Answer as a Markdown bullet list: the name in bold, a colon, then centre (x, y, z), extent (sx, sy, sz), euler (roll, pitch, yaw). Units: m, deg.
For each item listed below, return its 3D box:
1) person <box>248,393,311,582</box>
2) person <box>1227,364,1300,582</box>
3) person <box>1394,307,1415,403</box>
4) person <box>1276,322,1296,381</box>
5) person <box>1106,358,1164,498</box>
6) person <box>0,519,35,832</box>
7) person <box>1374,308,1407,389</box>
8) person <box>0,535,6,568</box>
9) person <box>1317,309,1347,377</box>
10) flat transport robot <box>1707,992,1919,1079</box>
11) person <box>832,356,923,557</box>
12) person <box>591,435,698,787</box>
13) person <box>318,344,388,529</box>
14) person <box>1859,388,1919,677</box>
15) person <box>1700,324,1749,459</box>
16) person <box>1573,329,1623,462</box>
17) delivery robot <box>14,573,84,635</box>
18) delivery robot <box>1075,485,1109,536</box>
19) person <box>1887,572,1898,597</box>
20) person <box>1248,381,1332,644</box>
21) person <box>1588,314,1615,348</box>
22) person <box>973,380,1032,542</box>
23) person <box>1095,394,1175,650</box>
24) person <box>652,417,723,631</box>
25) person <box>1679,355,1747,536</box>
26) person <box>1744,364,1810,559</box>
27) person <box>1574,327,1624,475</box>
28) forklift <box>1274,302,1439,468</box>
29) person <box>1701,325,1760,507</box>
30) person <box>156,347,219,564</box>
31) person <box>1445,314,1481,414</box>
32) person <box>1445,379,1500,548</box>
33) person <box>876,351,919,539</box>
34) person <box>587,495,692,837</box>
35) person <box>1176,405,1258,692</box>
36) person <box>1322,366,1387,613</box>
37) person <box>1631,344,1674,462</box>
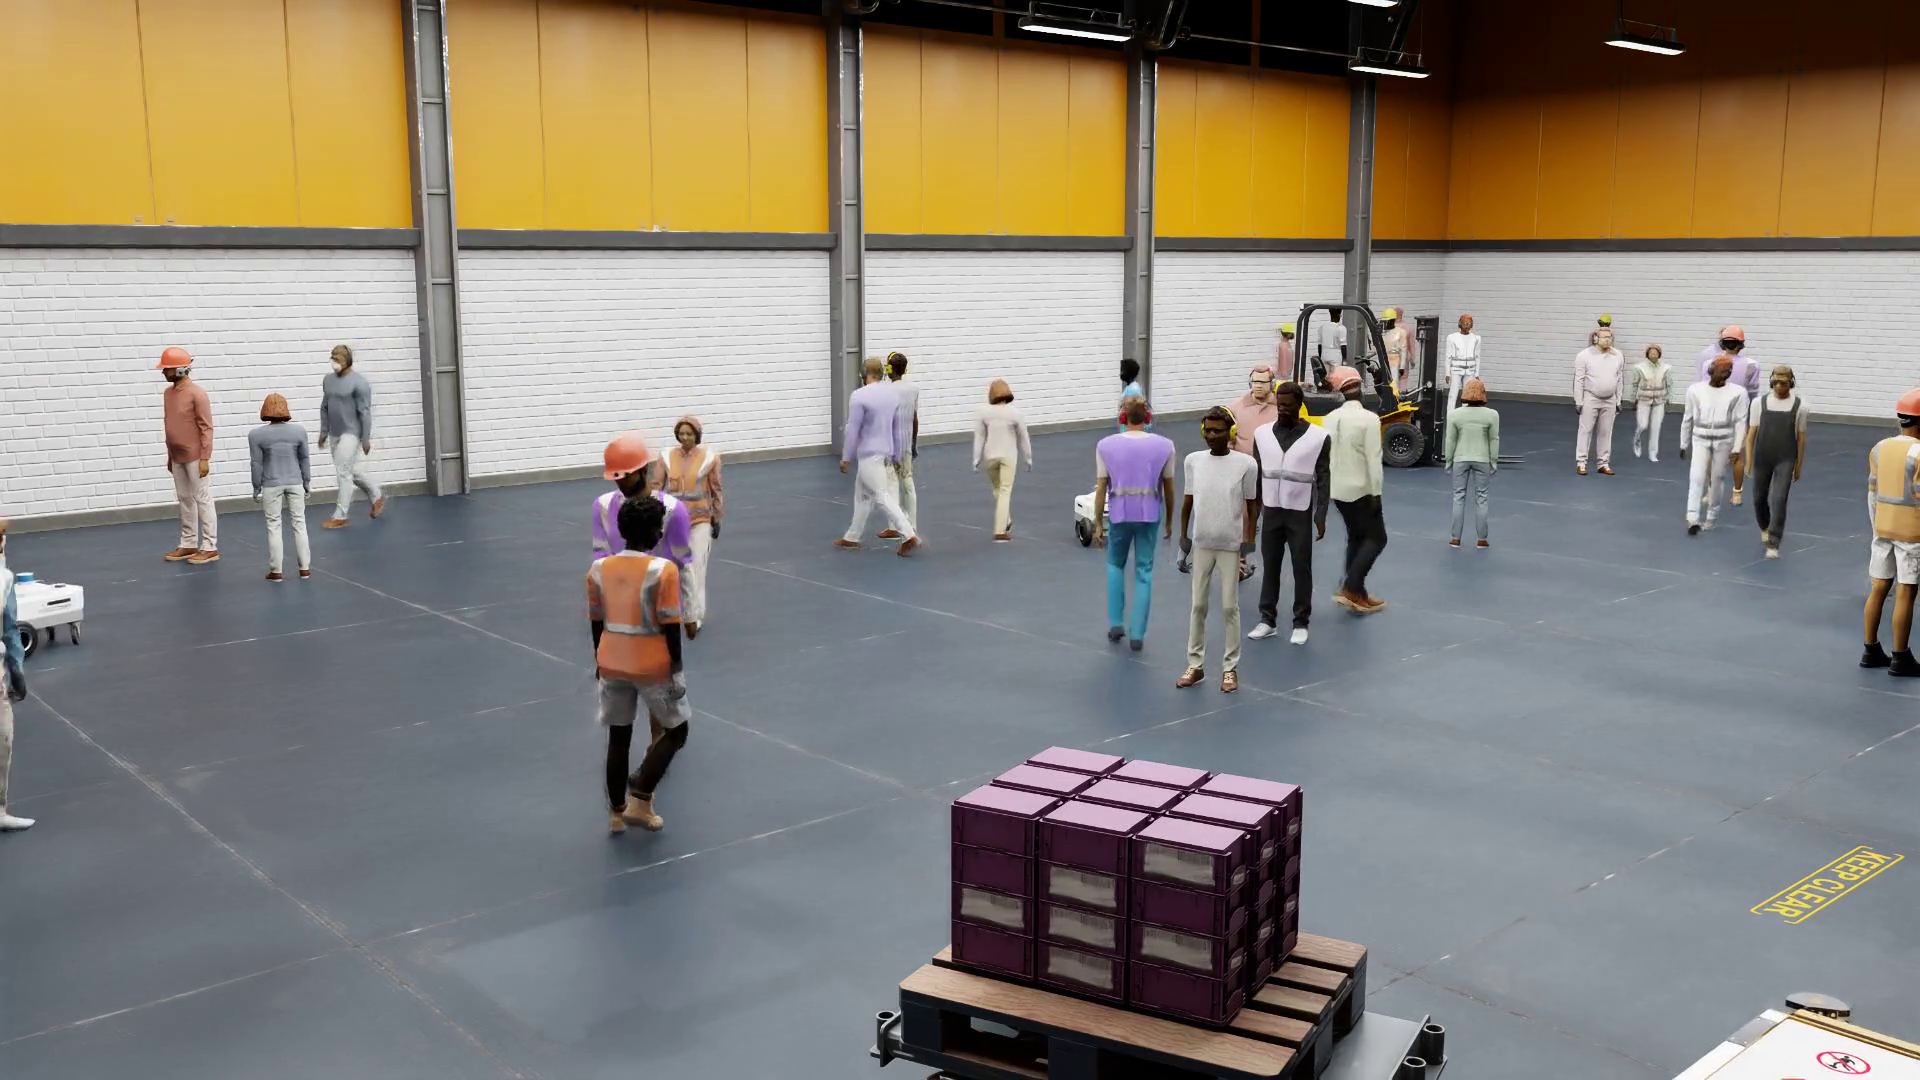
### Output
- **person**: centre (-5.889, -0.455, 14.439), extent (0.499, 1.633, 0.286), euler (-7, 12, -35)
- **person**: centre (2.559, -0.549, 14.201), extent (0.650, 1.904, 0.401), euler (2, 10, 14)
- **person**: centre (7.975, -3.303, 30.378), extent (0.650, 1.887, 0.419), euler (3, 10, 18)
- **person**: centre (5.326, -2.746, 27.565), extent (0.849, 1.733, 0.534), euler (4, 11, 24)
- **person**: centre (1.967, -1.266, 19.133), extent (0.864, 1.652, 0.544), euler (2, 10, 11)
- **person**: centre (-4.739, 0.682, 7.858), extent (0.328, 1.609, 0.643), euler (4, 11, 24)
- **person**: centre (7.435, -3.041, 28.766), extent (0.393, 1.916, 0.598), euler (-6, 12, -33)
- **person**: centre (-7.984, -0.347, 13.279), extent (0.869, 1.830, 0.549), euler (-3, 10, -15)
- **person**: centre (6.633, -3.207, 29.573), extent (0.361, 1.964, 0.614), euler (-8, 12, -39)
- **flat transport robot**: centre (2.682, 1.800, 5.221), extent (1.431, 0.197, 0.652), euler (-9, 13, -42)
- **person**: centre (-0.760, -0.789, 15.683), extent (1.011, 1.883, 0.646), euler (6, 11, 30)
- **person**: centre (-1.694, 0.336, 9.138), extent (0.545, 1.886, 0.905), euler (3, 10, 16)
- **person**: centre (-6.372, -1.104, 17.422), extent (0.630, 1.916, 0.893), euler (6, 12, 33)
- **person**: centre (6.358, -0.052, 11.193), extent (0.357, 1.938, 0.542), euler (-2, 10, -13)
- **person**: centre (10.526, -2.028, 22.941), extent (0.660, 1.883, 0.455), euler (1, 10, 6)
- **person**: centre (8.719, -1.975, 22.764), extent (0.634, 1.840, 0.428), euler (4, 11, 23)
- **delivery robot**: centre (-6.645, 0.477, 11.864), extent (0.477, 0.478, 0.707), euler (5, 11, 27)
- **delivery robot**: centre (1.376, -0.298, 16.399), extent (0.477, 0.478, 0.707), euler (-2, 10, -12)
- **person**: centre (7.764, -0.441, 13.164), extent (0.684, 2.000, 0.805), euler (-2, 10, -13)
- **person**: centre (2.398, -0.192, 12.141), extent (0.596, 1.893, 0.372), euler (6, 11, 30)
- **person**: centre (11.717, -3.242, 30.370), extent (0.328, 1.767, 0.530), euler (-6, 12, -33)
- **person**: centre (0.442, -0.804, 16.599), extent (0.538, 1.580, 0.868), euler (3, 10, 19)
- **person**: centre (1.262, -0.143, 12.046), extent (0.573, 1.822, 0.662), euler (1, 10, 5)
- **person**: centre (-2.081, -0.126, 12.621), extent (0.517, 1.601, 0.745), euler (2, 10, 9)
- **person**: centre (7.589, -0.956, 16.805), extent (0.588, 1.822, 1.003), euler (5, 11, 27)
- **person**: centre (7.713, -0.761, 15.715), extent (0.508, 1.819, 0.800), euler (6, 12, 33)
- **person**: centre (8.236, -1.787, 21.427), extent (0.642, 1.913, 0.409), euler (-1, 10, -5)
- **forklift**: centre (5.320, -2.157, 22.763), extent (2.313, 2.155, 1.214), euler (3, 10, 16)
- **person**: centre (8.649, -1.395, 18.756), extent (0.611, 2.038, 0.394), euler (2, 10, 13)
- **person**: centre (-7.099, -0.776, 15.273), extent (0.612, 1.991, 0.392), euler (6, 11, 32)
- **person**: centre (8.061, -2.671, 26.681), extent (0.576, 1.884, 0.355), euler (-1, 10, -5)
- **person**: centre (4.938, -0.733, 16.065), extent (0.499, 1.634, 0.278), euler (3, 10, 17)
- **person**: centre (-0.633, -0.939, 16.586), extent (0.515, 1.872, 0.328), euler (-9, 13, -42)
- **person**: centre (-1.558, 0.620, 7.983), extent (0.602, 1.684, 0.340), euler (5, 11, 25)
- **person**: centre (1.665, 0.056, 10.774), extent (0.535, 1.864, 0.309), euler (4, 11, 23)
- **person**: centre (3.133, -0.383, 13.096), extent (0.466, 1.947, 0.652), euler (-4, 11, -23)
- **person**: centre (9.494, -1.881, 22.830), extent (0.531, 1.627, 0.396), euler (2, 10, 10)
